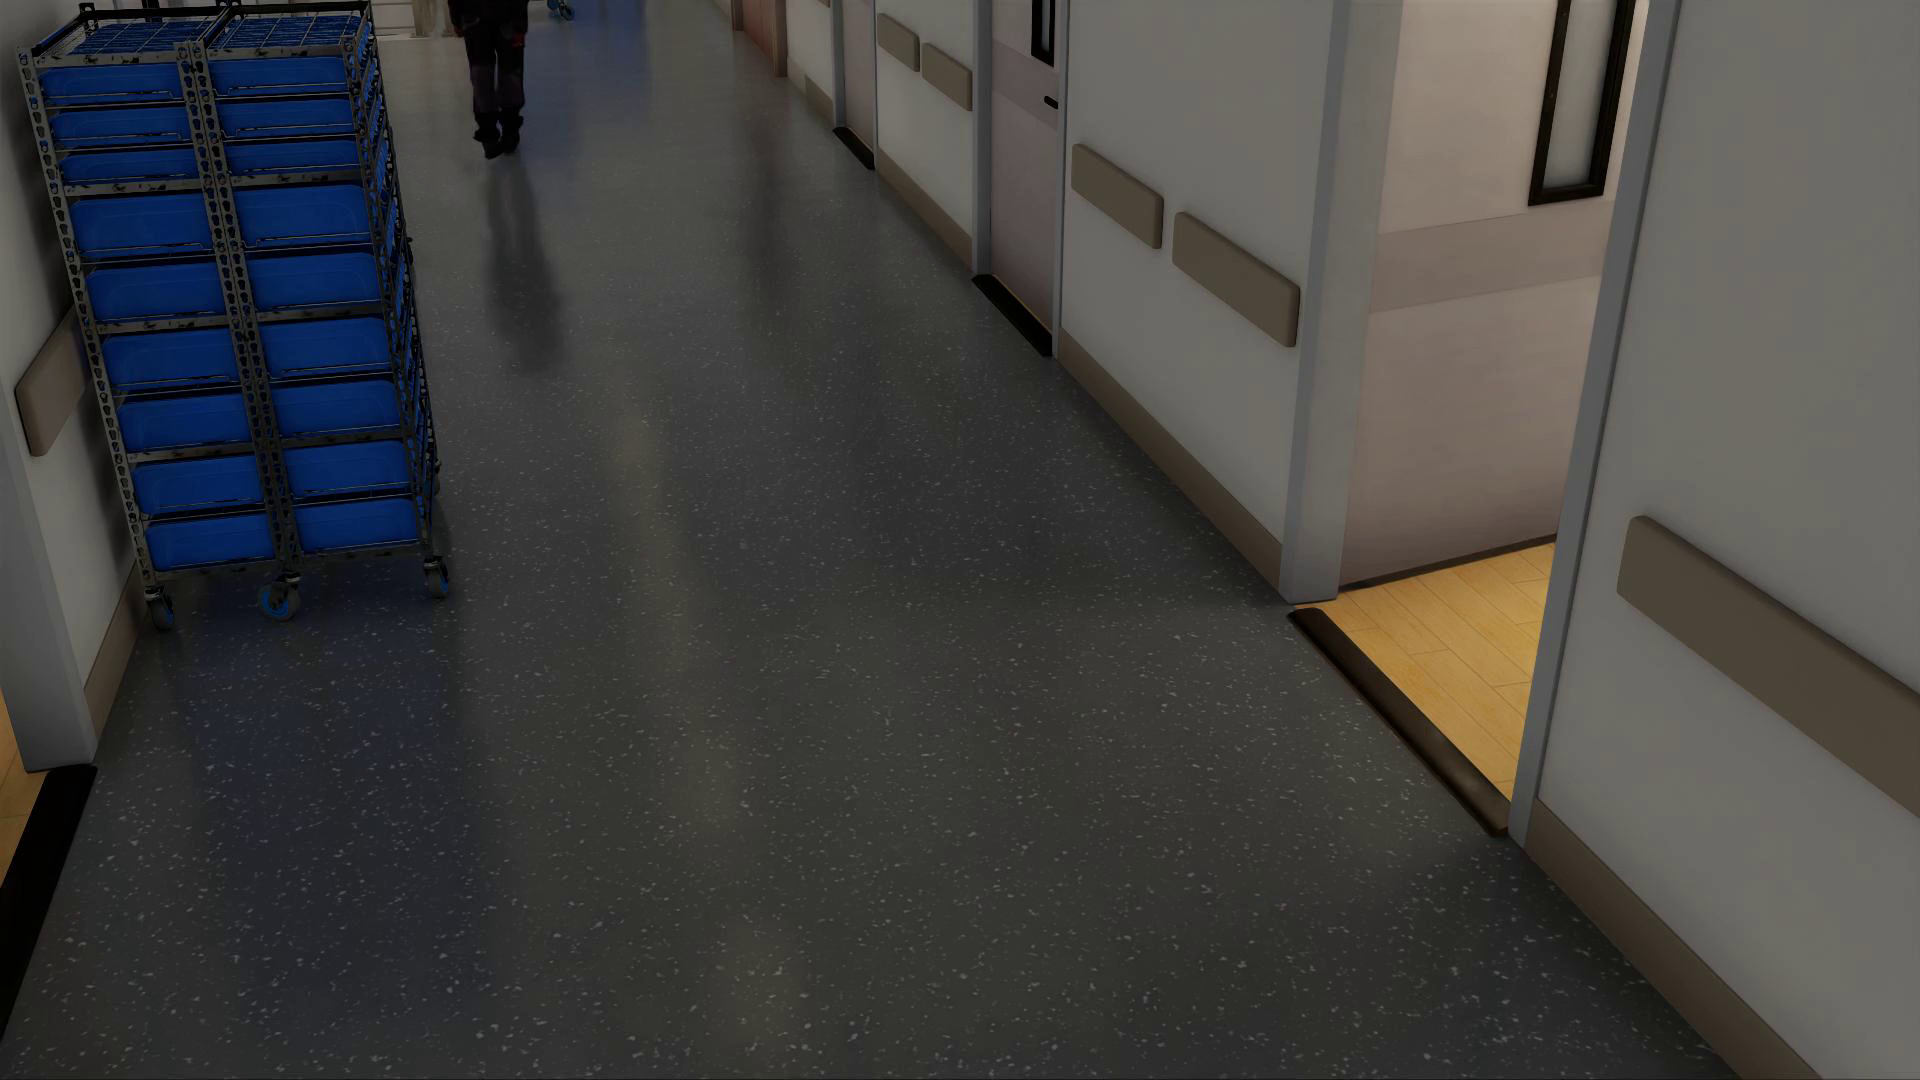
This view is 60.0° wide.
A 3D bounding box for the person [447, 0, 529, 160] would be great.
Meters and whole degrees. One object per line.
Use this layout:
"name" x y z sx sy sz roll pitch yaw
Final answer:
"person" -2.968 -3.346 10.556 0.839 1.783 1.141 1 26 2
